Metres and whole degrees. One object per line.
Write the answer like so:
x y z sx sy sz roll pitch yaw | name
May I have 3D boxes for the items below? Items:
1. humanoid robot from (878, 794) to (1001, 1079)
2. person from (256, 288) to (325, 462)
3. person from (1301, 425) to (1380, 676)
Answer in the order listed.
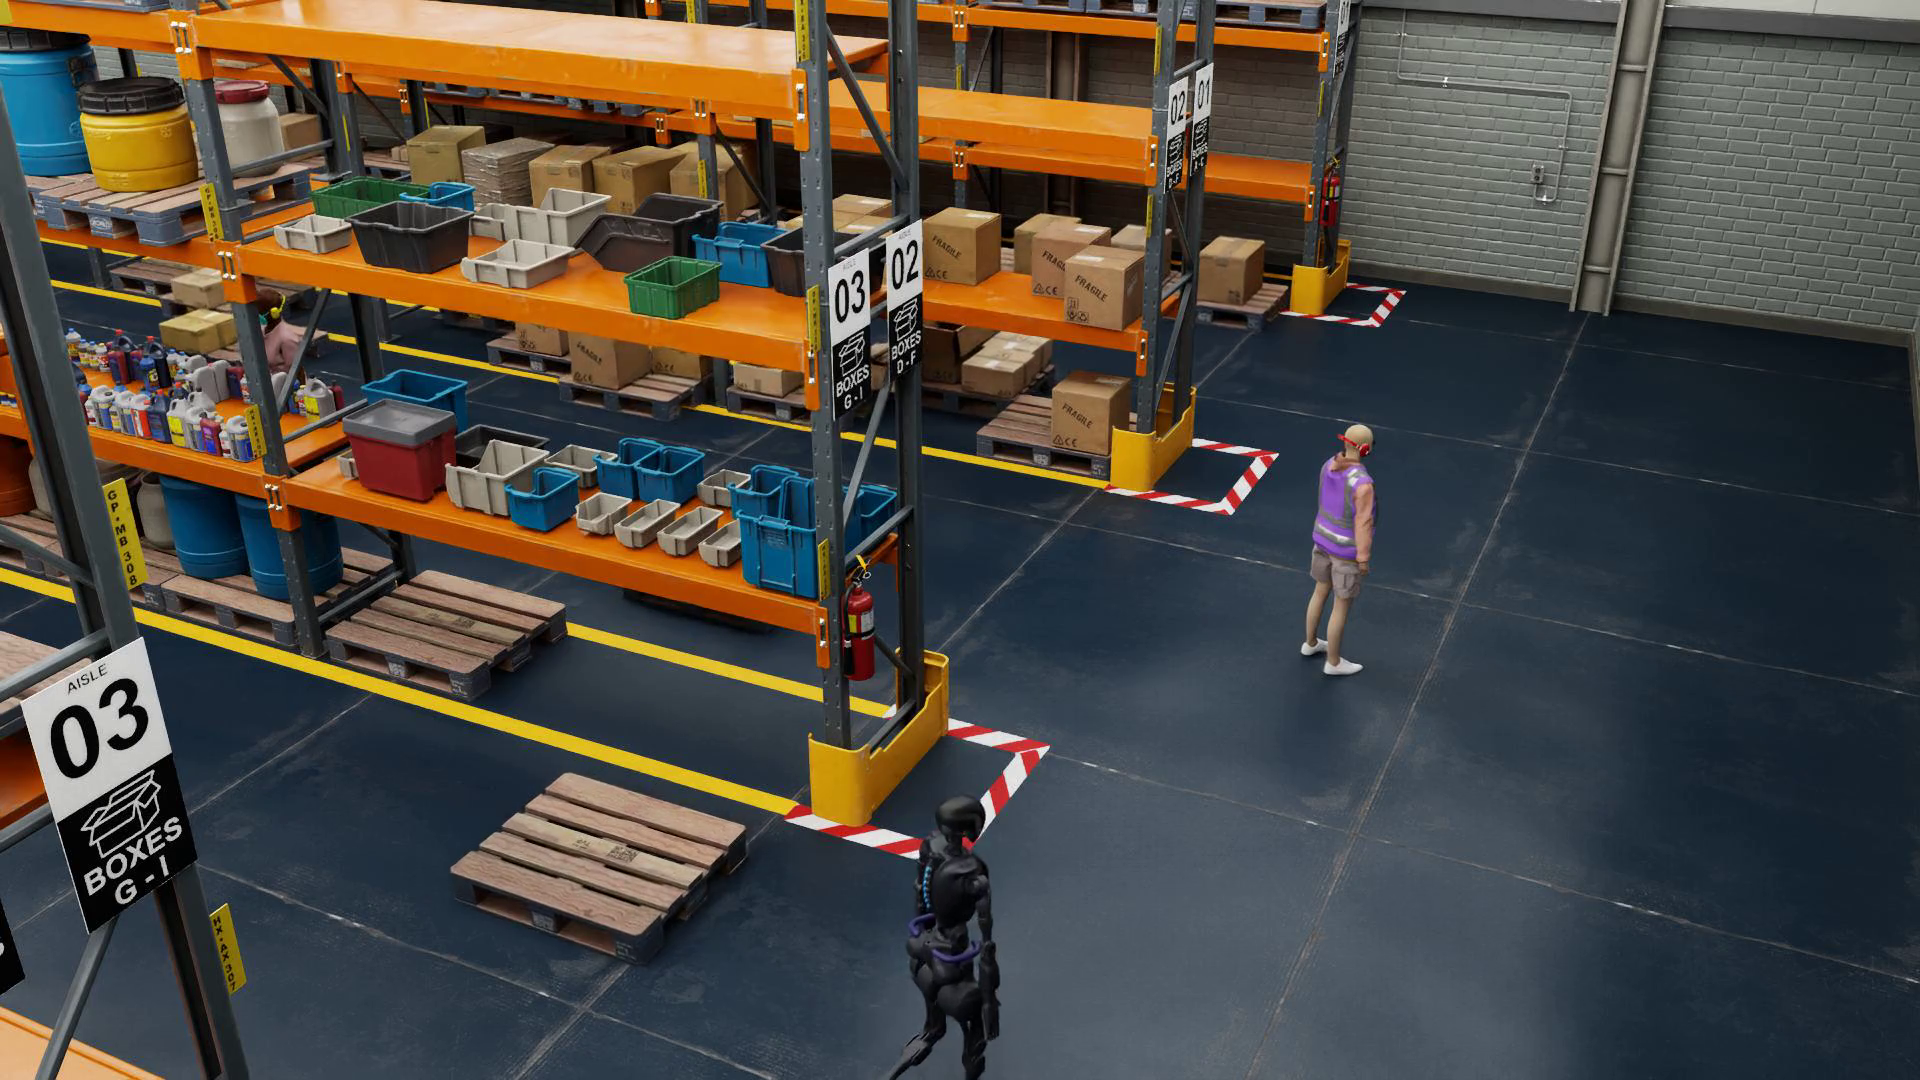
-0.099 1.825 7.034 0.624 1.629 0.609 -16 31 -30 | humanoid robot
-5.145 -1.061 12.728 0.528 1.799 0.333 22 34 37 | person
2.426 0.059 10.587 0.347 1.688 0.491 -11 28 -21 | person
